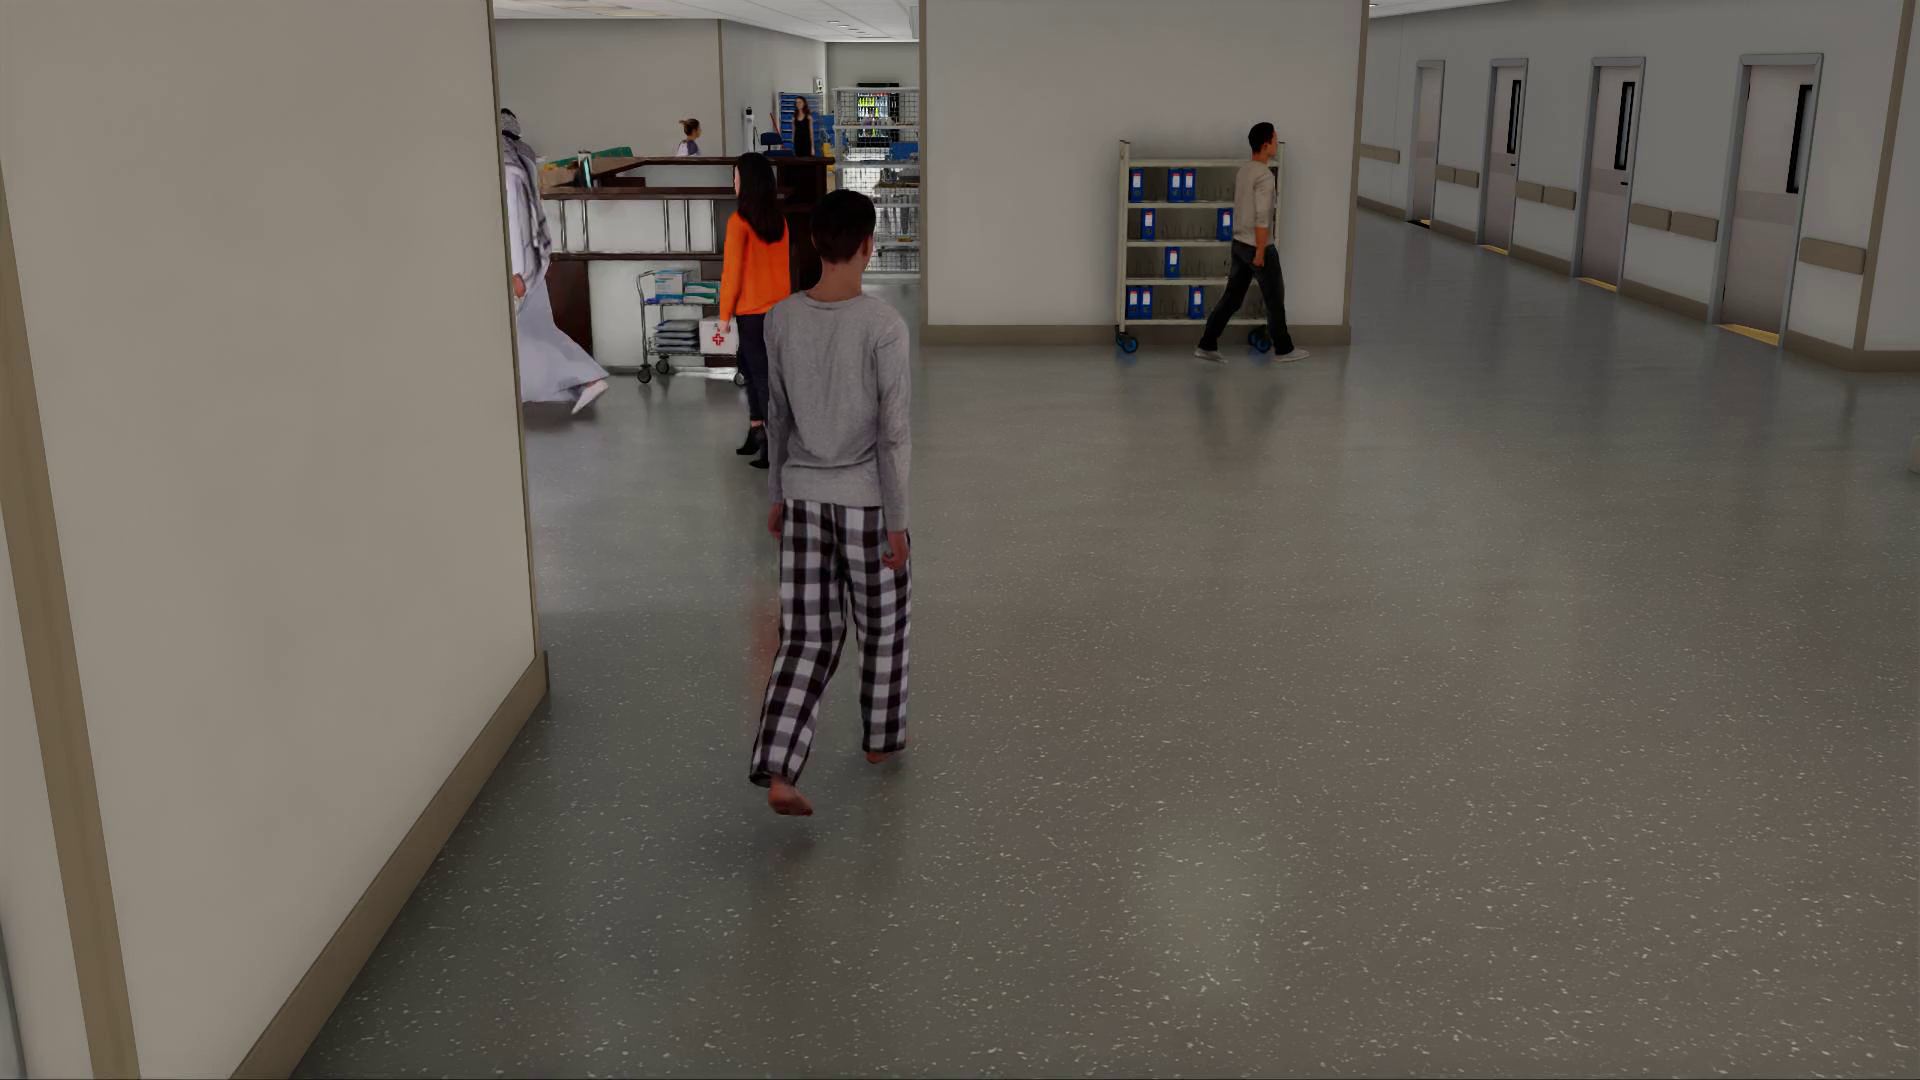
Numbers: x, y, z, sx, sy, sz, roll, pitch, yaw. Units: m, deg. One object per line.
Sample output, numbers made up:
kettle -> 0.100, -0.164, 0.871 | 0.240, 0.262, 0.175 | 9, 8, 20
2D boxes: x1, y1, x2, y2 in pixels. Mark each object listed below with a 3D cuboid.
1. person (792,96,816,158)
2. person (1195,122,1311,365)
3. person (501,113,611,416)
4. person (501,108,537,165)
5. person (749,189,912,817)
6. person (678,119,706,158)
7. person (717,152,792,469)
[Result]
person -> -2.763, -7.015, 29.662 | 0.853, 1.728, 0.729 | 3, 16, 9
person -> 2.085, -2.151, 12.332 | 1.229, 1.770, 0.913 | -6, 17, -19
person -> -2.694, -1.689, 10.464 | 1.218, 1.895, 0.667 | 1, 16, 2
person -> -4.109, -3.010, 15.332 | 1.180, 1.796, 0.859 | 2, 16, 7
person -> -0.387, -0.060, 4.846 | 1.137, 1.808, 0.944 | 5, 17, 18
person -> -3.287, -4.216, 19.975 | 0.973, 1.598, 0.860 | -11, 19, -34
person -> -1.027, -1.236, 9.157 | 0.801, 1.733, 0.756 | 7, 17, 25
